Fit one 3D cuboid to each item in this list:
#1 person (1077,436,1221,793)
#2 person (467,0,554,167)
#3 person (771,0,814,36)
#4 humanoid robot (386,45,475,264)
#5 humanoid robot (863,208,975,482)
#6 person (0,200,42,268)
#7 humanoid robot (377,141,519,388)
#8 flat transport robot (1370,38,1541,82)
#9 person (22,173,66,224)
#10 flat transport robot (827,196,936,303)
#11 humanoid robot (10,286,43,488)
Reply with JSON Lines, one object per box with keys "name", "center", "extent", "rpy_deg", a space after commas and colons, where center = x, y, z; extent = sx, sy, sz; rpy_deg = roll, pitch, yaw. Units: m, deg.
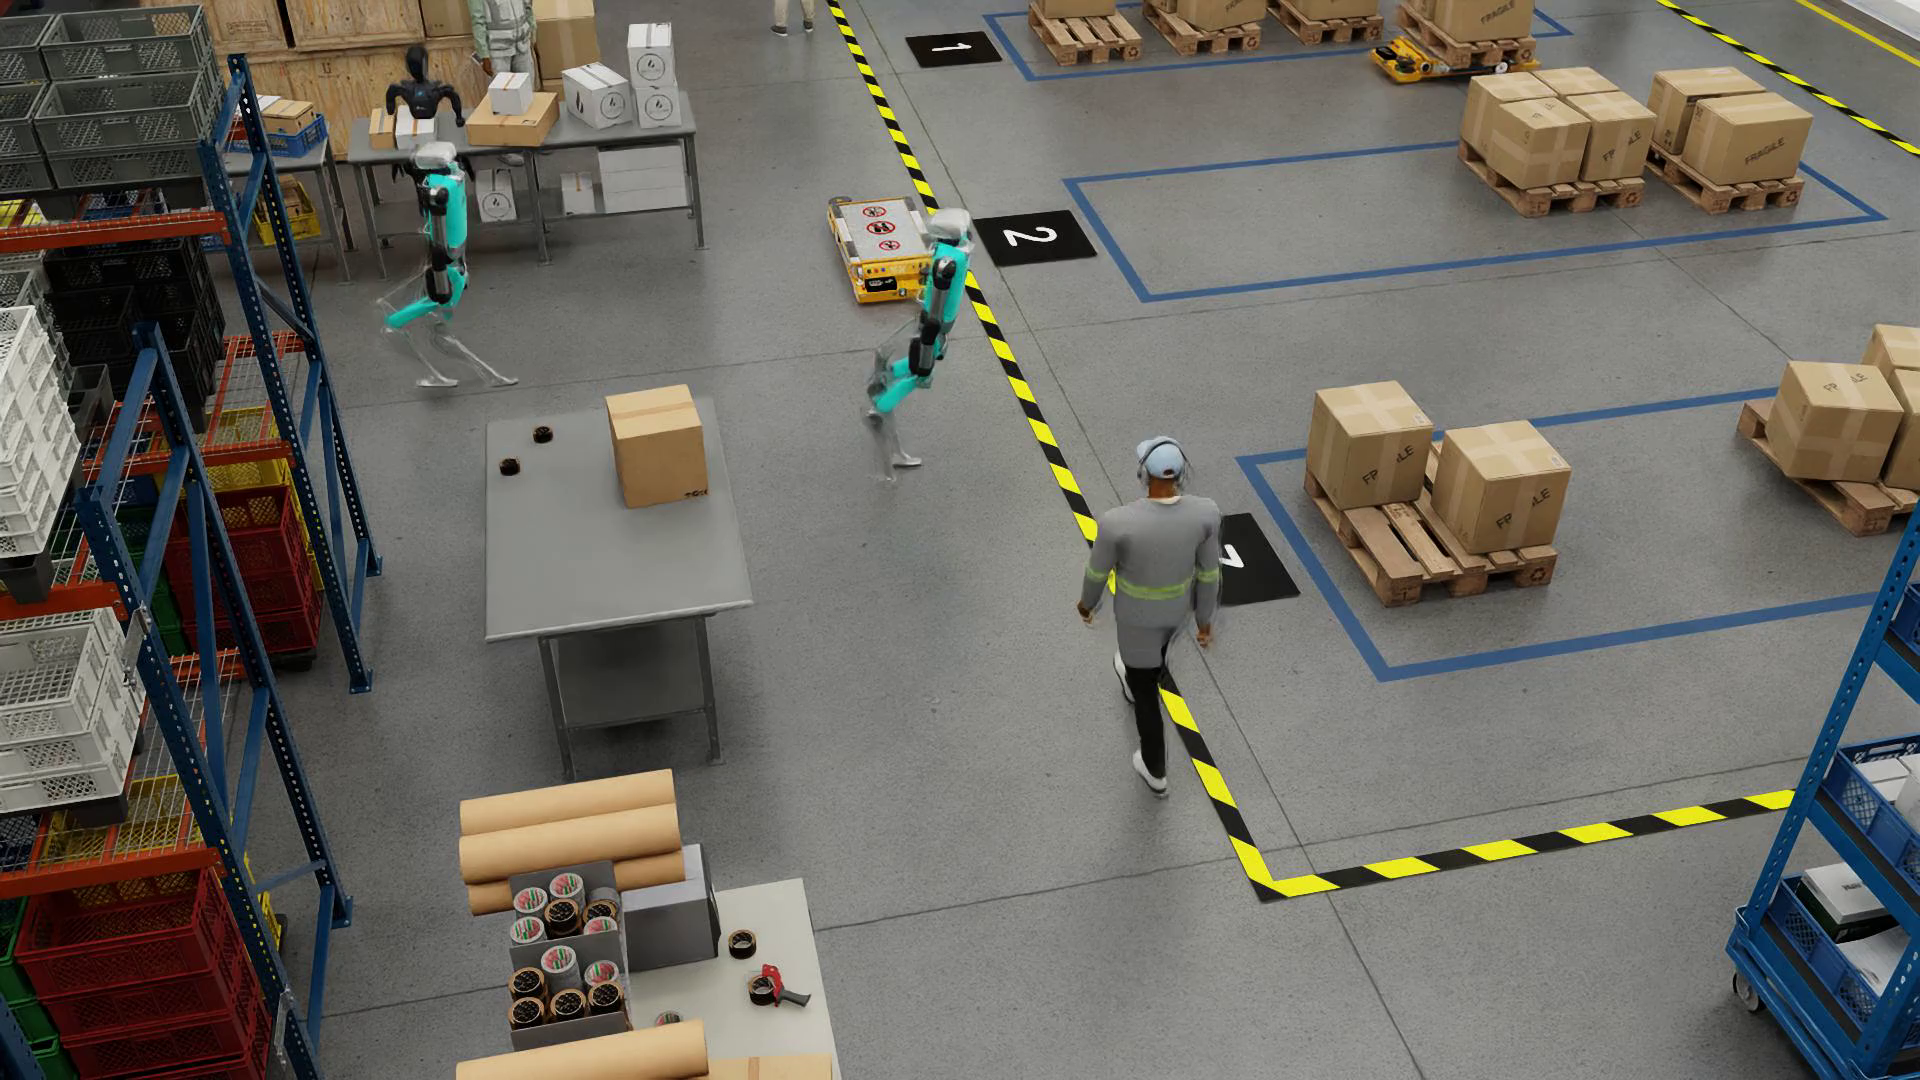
{"name": "person", "center": [0.870, 0.279, 7.889], "extent": [0.601, 1.805, 0.935], "rpy_deg": [-12, 38, -16]}
{"name": "person", "center": [-3.686, -4.034, 13.580], "extent": [0.413, 1.939, 0.607], "rpy_deg": [25, 44, 30]}
{"name": "person", "center": [-1.661, -5.771, 16.052], "extent": [0.574, 1.767, 0.394], "rpy_deg": [-16, 39, -20]}
{"name": "humanoid robot", "center": [-3.920, -2.889, 12.292], "extent": [0.600, 1.624, 0.688], "rpy_deg": [-6, 37, -7]}
{"name": "humanoid robot", "center": [-0.321, -1.129, 9.879], "extent": [0.815, 1.811, 0.536], "rpy_deg": [7, 37, 10]}
{"name": "person", "center": [-5.351, -1.193, 9.843], "extent": [0.404, 1.835, 0.597], "rpy_deg": [26, 44, 31]}
{"name": "humanoid robot", "center": [-3.371, -1.660, 10.567], "extent": [0.912, 1.771, 0.539], "rpy_deg": [0, 37, 0]}
{"name": "flat transport robot", "center": [4.680, -4.590, 15.700], "extent": [1.431, 0.197, 0.652], "rpy_deg": [-8, 37, -10]}
{"name": "person", "center": [-5.580, -1.526, 10.271], "extent": [0.487, 1.855, 0.595], "rpy_deg": [-27, 44, -31]}
{"name": "flat transport robot", "center": [-0.570, -2.220, 12.538], "extent": [0.659, 0.231, 1.431], "rpy_deg": [-8, 37, -10]}
{"name": "humanoid robot", "center": [-5.580, -0.905, 9.535], "extent": [0.679, 1.806, 0.541], "rpy_deg": [1, 37, 2]}
